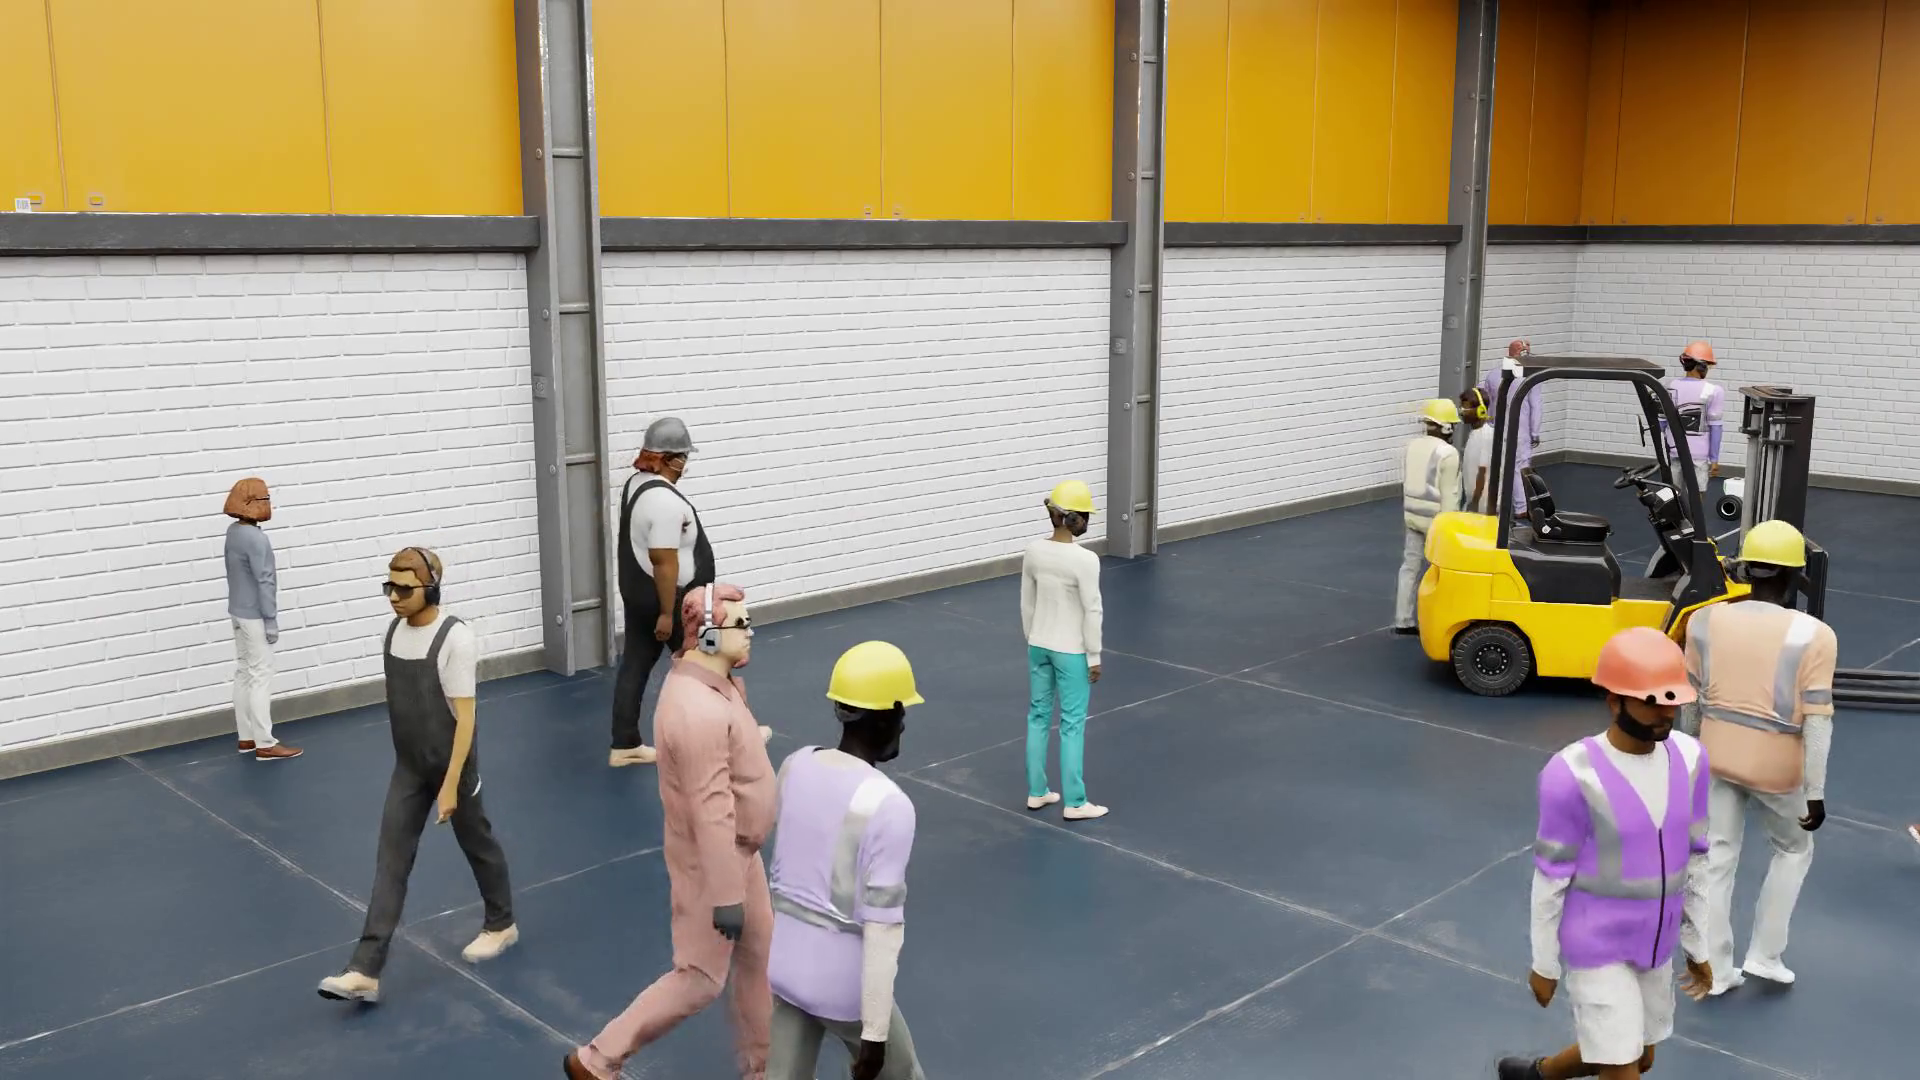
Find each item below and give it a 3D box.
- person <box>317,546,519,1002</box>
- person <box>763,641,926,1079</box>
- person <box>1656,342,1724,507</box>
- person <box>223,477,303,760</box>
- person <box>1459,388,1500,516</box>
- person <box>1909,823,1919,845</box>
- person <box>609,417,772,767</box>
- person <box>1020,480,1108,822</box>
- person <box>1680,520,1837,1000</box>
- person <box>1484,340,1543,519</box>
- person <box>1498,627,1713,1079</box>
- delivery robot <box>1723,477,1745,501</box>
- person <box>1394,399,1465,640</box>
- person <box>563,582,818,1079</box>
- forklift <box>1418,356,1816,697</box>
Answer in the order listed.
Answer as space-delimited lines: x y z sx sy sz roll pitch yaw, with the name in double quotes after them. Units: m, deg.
-2.145 0.917 6.615 0.520 1.787 0.993 5 12 26 "person"
-0.321 1.221 4.740 0.591 1.872 0.848 10 14 44 "person"
6.715 -0.803 15.339 0.403 2.035 0.609 -10 14 -42 "person"
-4.065 0.449 9.604 0.283 1.633 0.501 -10 14 -42 "person"
3.990 -0.263 12.926 0.386 1.846 0.510 0 10 1 "person"
4.917 0.730 7.549 0.902 1.843 0.512 5 12 27 "person"
-1.582 0.272 9.462 0.968 2.000 0.698 -6 12 -31 "person"
0.539 0.567 8.620 0.337 1.761 0.526 -10 14 -42 "person"
3.151 0.866 6.567 0.570 1.905 0.630 -8 13 -39 "person"
5.911 -1.177 17.748 0.399 1.902 0.642 -10 14 -42 "person"
1.919 1.162 4.974 0.551 1.919 0.827 -4 11 -22 "person"
8.453 -0.510 17.524 0.477 0.478 0.707 -10 14 -44 "delivery robot"
3.589 -0.146 12.378 0.769 1.799 0.620 -4 11 -22 "person"
-0.877 1.065 5.590 0.868 1.881 0.646 -1 10 -4 "person"
4.276 -0.101 11.076 2.313 2.155 1.214 2 11 13 "forklift"
